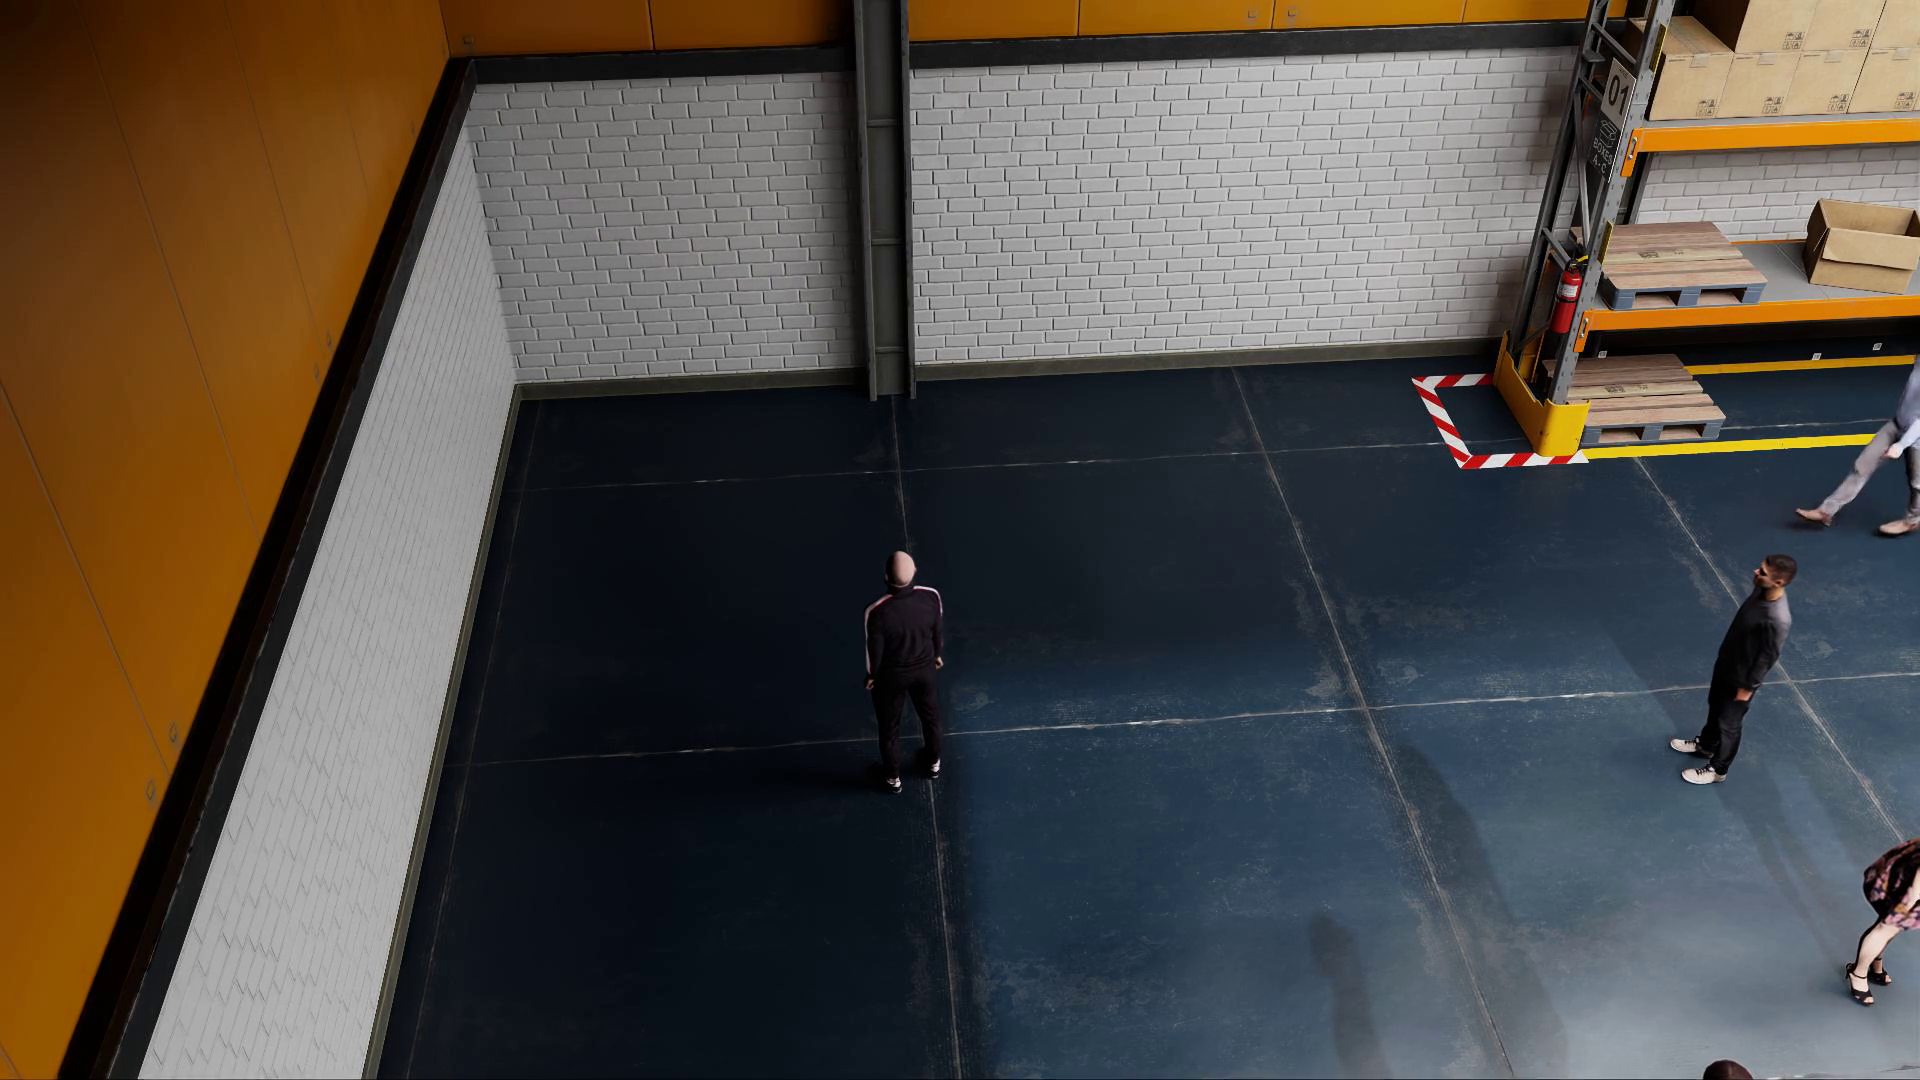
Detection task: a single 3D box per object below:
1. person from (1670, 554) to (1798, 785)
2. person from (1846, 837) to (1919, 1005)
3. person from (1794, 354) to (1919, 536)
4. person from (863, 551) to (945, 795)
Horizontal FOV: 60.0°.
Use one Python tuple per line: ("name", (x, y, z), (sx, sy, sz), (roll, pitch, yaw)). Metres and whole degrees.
("person", (4.849, 0.792, 10.319), (0.591, 1.760, 0.661), (4, 39, 5))
("person", (5.210, 1.840, 8.996), (0.769, 1.773, 0.852), (-23, 44, -26))
("person", (7.072, -0.741, 12.181), (1.161, 1.832, 0.655), (-3, 39, -4))
("person", (-0.335, 0.816, 10.228), (0.644, 1.837, 0.805), (-16, 41, -19))
